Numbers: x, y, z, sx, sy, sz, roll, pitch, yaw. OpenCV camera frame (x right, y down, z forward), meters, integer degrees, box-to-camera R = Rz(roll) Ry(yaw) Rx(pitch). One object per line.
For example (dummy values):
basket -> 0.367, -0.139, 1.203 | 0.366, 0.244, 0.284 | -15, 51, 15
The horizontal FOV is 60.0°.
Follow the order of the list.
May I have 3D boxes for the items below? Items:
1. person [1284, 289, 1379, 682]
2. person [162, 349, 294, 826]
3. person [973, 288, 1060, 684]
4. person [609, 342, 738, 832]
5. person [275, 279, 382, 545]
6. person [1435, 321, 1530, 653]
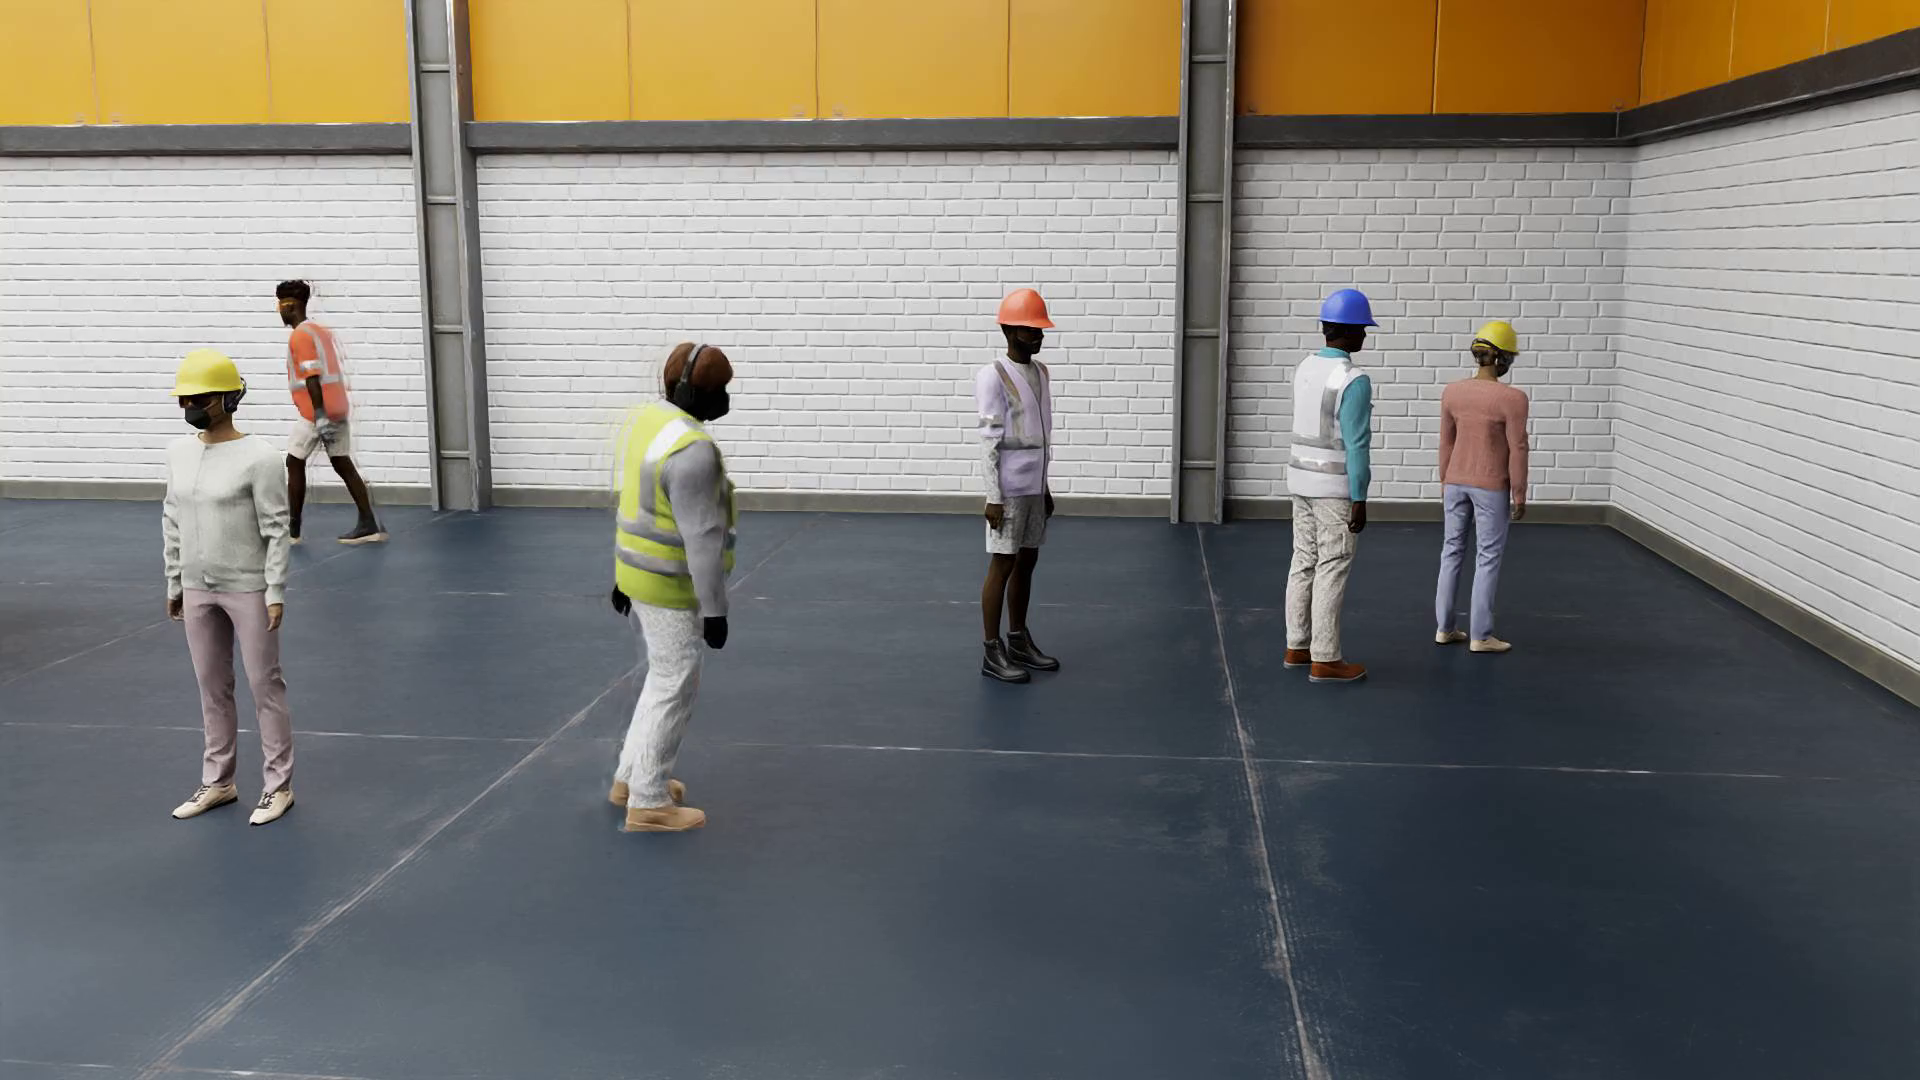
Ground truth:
person -> 1.843, -0.265, 8.238 | 0.411, 1.939, 0.601 | -4, 11, -20
person -> -2.723, 0.180, 6.169 | 0.522, 1.769, 0.312 | 3, 10, 15
person -> 0.307, -0.269, 8.248 | 0.358, 1.936, 0.552 | 7, 12, 33
person -> -1.035, 0.184, 6.044 | 0.470, 1.804, 0.651 | -4, 11, -22
person -> -4.657, -0.908, 11.960 | 0.937, 1.906, 0.633 | 0, 10, -1
person -> 2.772, -0.276, 8.814 | 0.344, 1.756, 0.532 | -8, 13, -38
